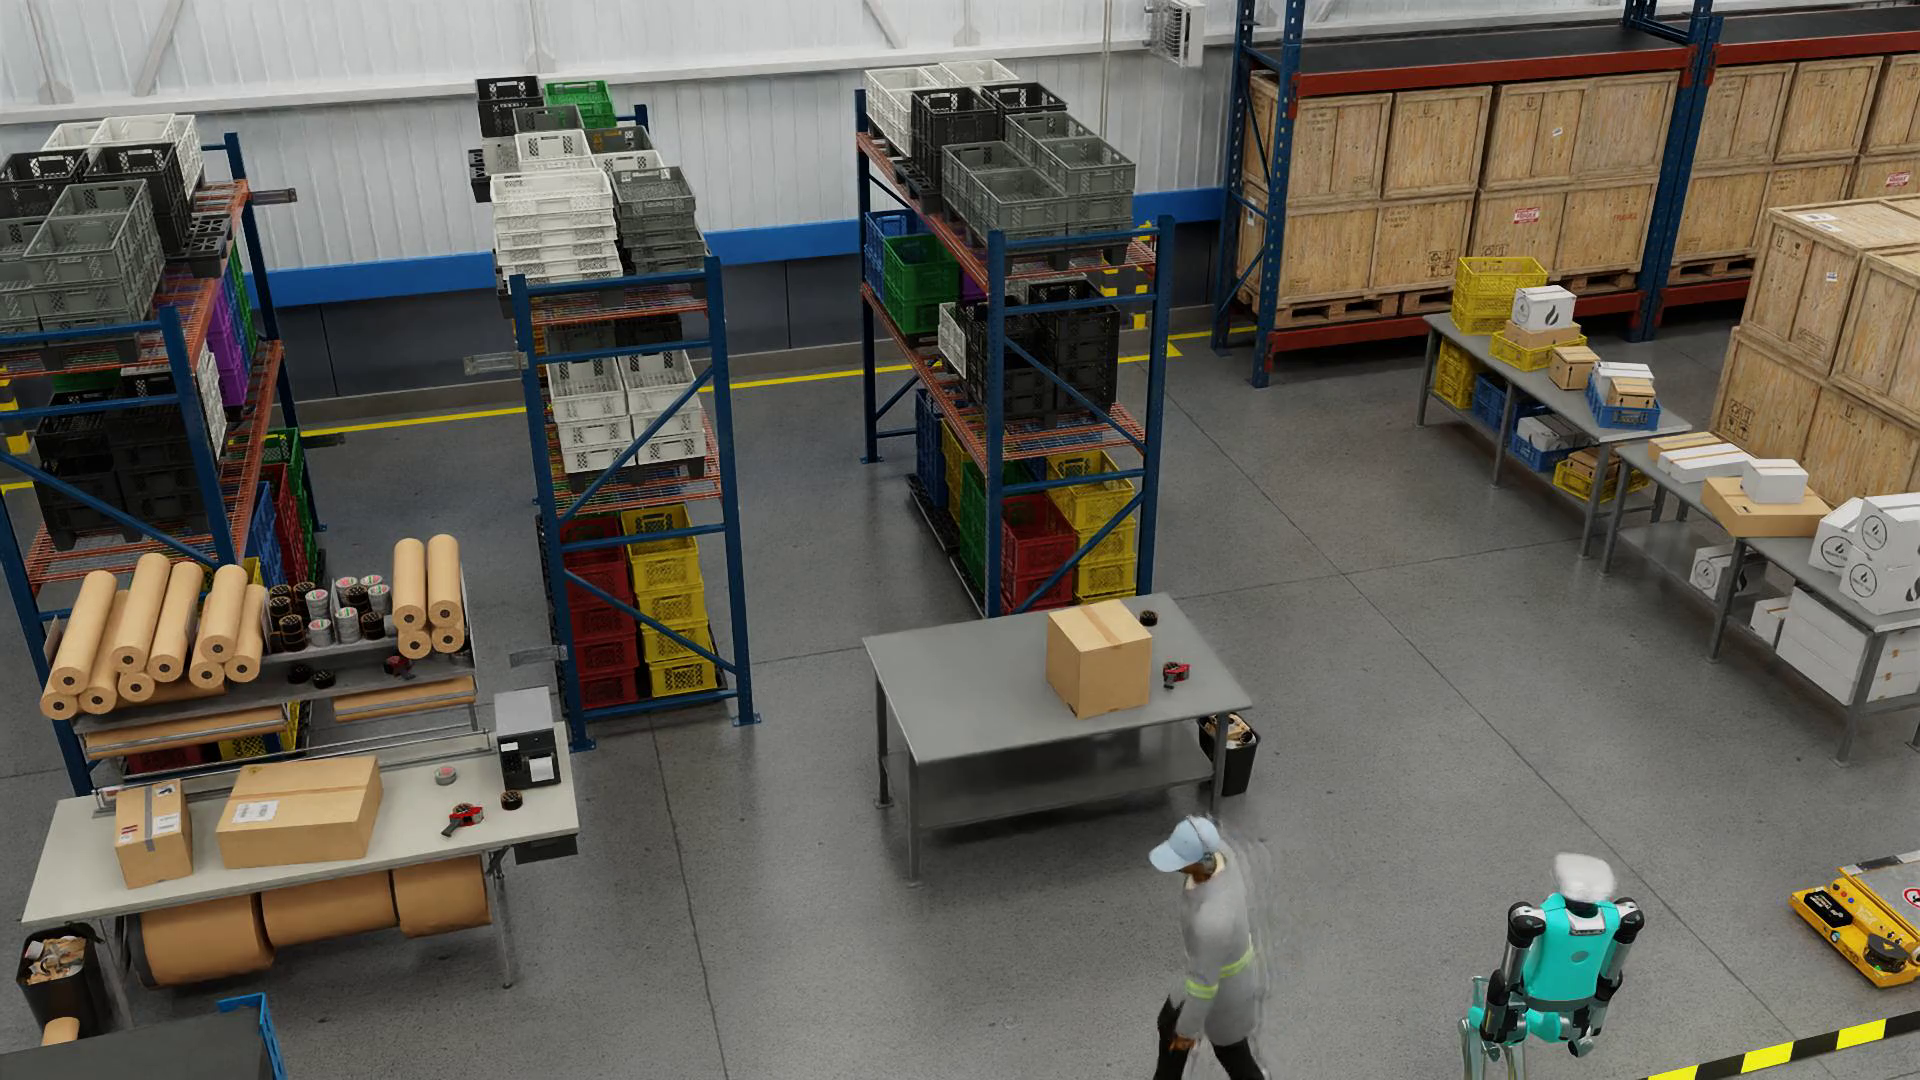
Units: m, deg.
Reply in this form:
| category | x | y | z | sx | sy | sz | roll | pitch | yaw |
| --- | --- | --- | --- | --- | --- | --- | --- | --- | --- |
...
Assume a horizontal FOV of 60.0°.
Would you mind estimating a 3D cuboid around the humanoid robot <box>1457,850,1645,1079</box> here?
| category | x | y | z | sx | sy | sz | roll | pitch | yaw |
| --- | --- | --- | --- | --- | --- | --- | --- | --- | --- |
| humanoid robot | 2.405 | 1.893 | 7.054 | 0.533 | 1.677 | 0.735 | -2 | 29 | -4 |

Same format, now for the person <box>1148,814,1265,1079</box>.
| category | x | y | z | sx | sy | sz | roll | pitch | yaw |
| --- | --- | --- | --- | --- | --- | --- | --- | --- | --- |
| person | 1.042 | 1.893 | 7.119 | 0.865 | 1.805 | 0.609 | 1 | 29 | 2 |

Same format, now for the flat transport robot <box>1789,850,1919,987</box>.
| category | x | y | z | sx | sy | sz | roll | pitch | yaw |
| --- | --- | --- | --- | --- | --- | --- | --- | --- | --- |
| flat transport robot | 5.163 | 1.916 | 8.676 | 1.431 | 0.231 | 0.659 | -8 | 30 | -14 |
